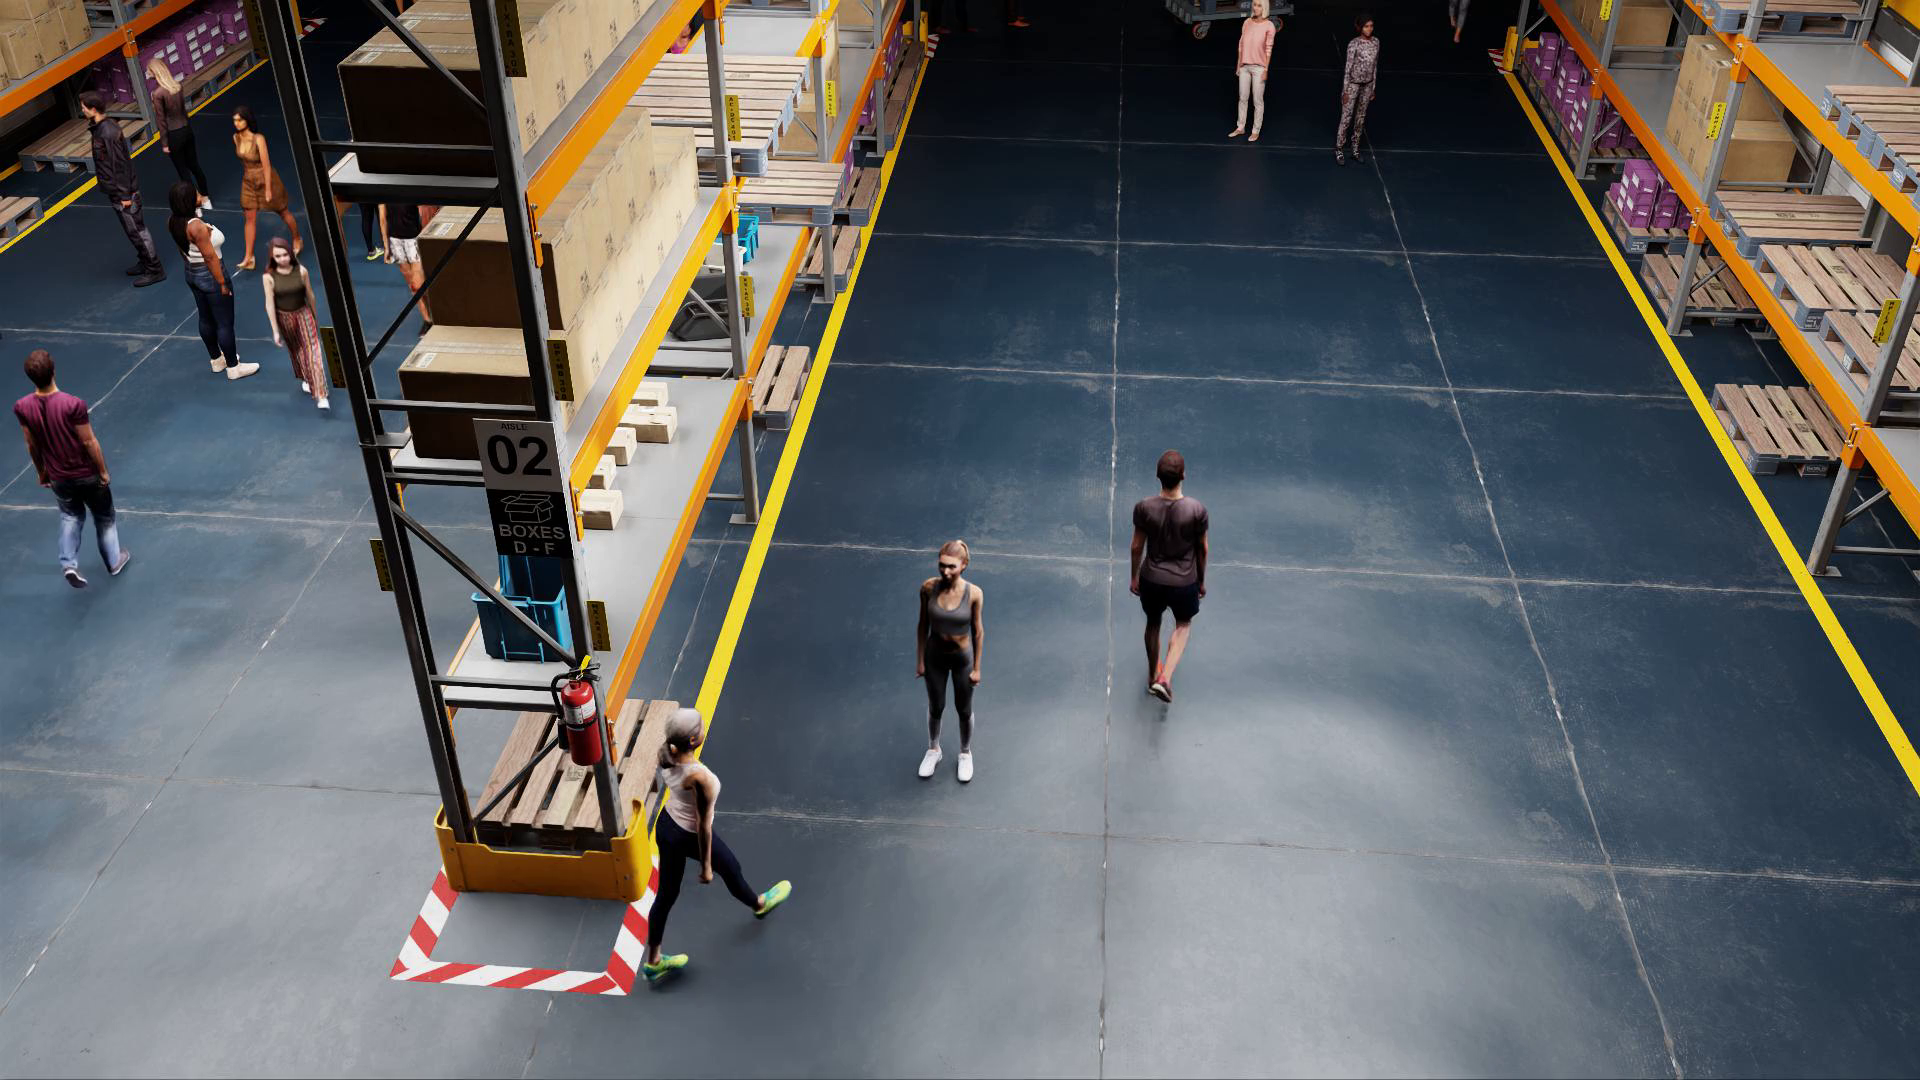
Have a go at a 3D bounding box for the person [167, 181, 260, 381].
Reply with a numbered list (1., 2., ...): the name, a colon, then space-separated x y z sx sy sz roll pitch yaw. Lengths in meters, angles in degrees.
1. person: -6.651 -2.293 14.674 0.746 1.809 0.776 24 40 31

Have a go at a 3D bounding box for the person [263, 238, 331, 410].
1. person: -5.758 -1.913 14.364 0.865 1.519 1.112 -12 35 -17

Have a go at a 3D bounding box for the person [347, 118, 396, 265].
1. person: -5.977 -3.571 16.831 0.579 1.550 0.569 10 35 15

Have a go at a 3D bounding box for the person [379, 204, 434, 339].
1. person: -5.067 -2.777 15.383 0.576 1.830 0.611 4 34 6

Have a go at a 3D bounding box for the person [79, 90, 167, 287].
1. person: -8.226 -3.470 16.322 0.856 1.945 0.763 -20 38 -27

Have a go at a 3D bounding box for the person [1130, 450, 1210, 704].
1. person: 1.334 0.303 10.742 0.710 1.838 0.841 6 34 9

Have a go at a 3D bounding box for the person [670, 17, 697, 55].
1. person: -3.107 -5.368 19.422 0.673 1.675 0.966 4 34 6

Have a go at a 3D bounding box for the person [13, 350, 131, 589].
1. person: -6.359 -0.454 11.883 0.739 1.836 0.971 -3 34 -4

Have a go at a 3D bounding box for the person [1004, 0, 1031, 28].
1. person: 0.773 -8.268 23.664 0.790 1.808 0.600 -4 34 -6

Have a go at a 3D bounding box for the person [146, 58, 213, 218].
1. person: -8.363 -4.316 17.813 0.677 1.702 0.483 7 34 11

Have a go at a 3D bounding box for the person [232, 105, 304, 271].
1. person: -6.957 -3.577 16.752 0.745 1.646 1.105 12 35 17

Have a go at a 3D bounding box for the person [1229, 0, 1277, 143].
1. person: 3.496 -5.624 19.761 0.682 1.724 0.698 23 40 31

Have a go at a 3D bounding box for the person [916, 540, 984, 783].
1. person: -0.058 0.735 10.214 0.571 1.704 0.565 5 34 8

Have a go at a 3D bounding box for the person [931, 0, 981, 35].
1. person: -0.275 -7.932 23.229 0.984 1.729 1.009 19 38 26

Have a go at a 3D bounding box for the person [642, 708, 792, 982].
1. person: -1.523 1.658 8.869 1.224 1.654 1.139 -26 42 -33

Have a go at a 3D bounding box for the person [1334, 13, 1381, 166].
1. person: 4.572 -5.181 19.104 0.659 1.714 0.676 -10 35 -14
